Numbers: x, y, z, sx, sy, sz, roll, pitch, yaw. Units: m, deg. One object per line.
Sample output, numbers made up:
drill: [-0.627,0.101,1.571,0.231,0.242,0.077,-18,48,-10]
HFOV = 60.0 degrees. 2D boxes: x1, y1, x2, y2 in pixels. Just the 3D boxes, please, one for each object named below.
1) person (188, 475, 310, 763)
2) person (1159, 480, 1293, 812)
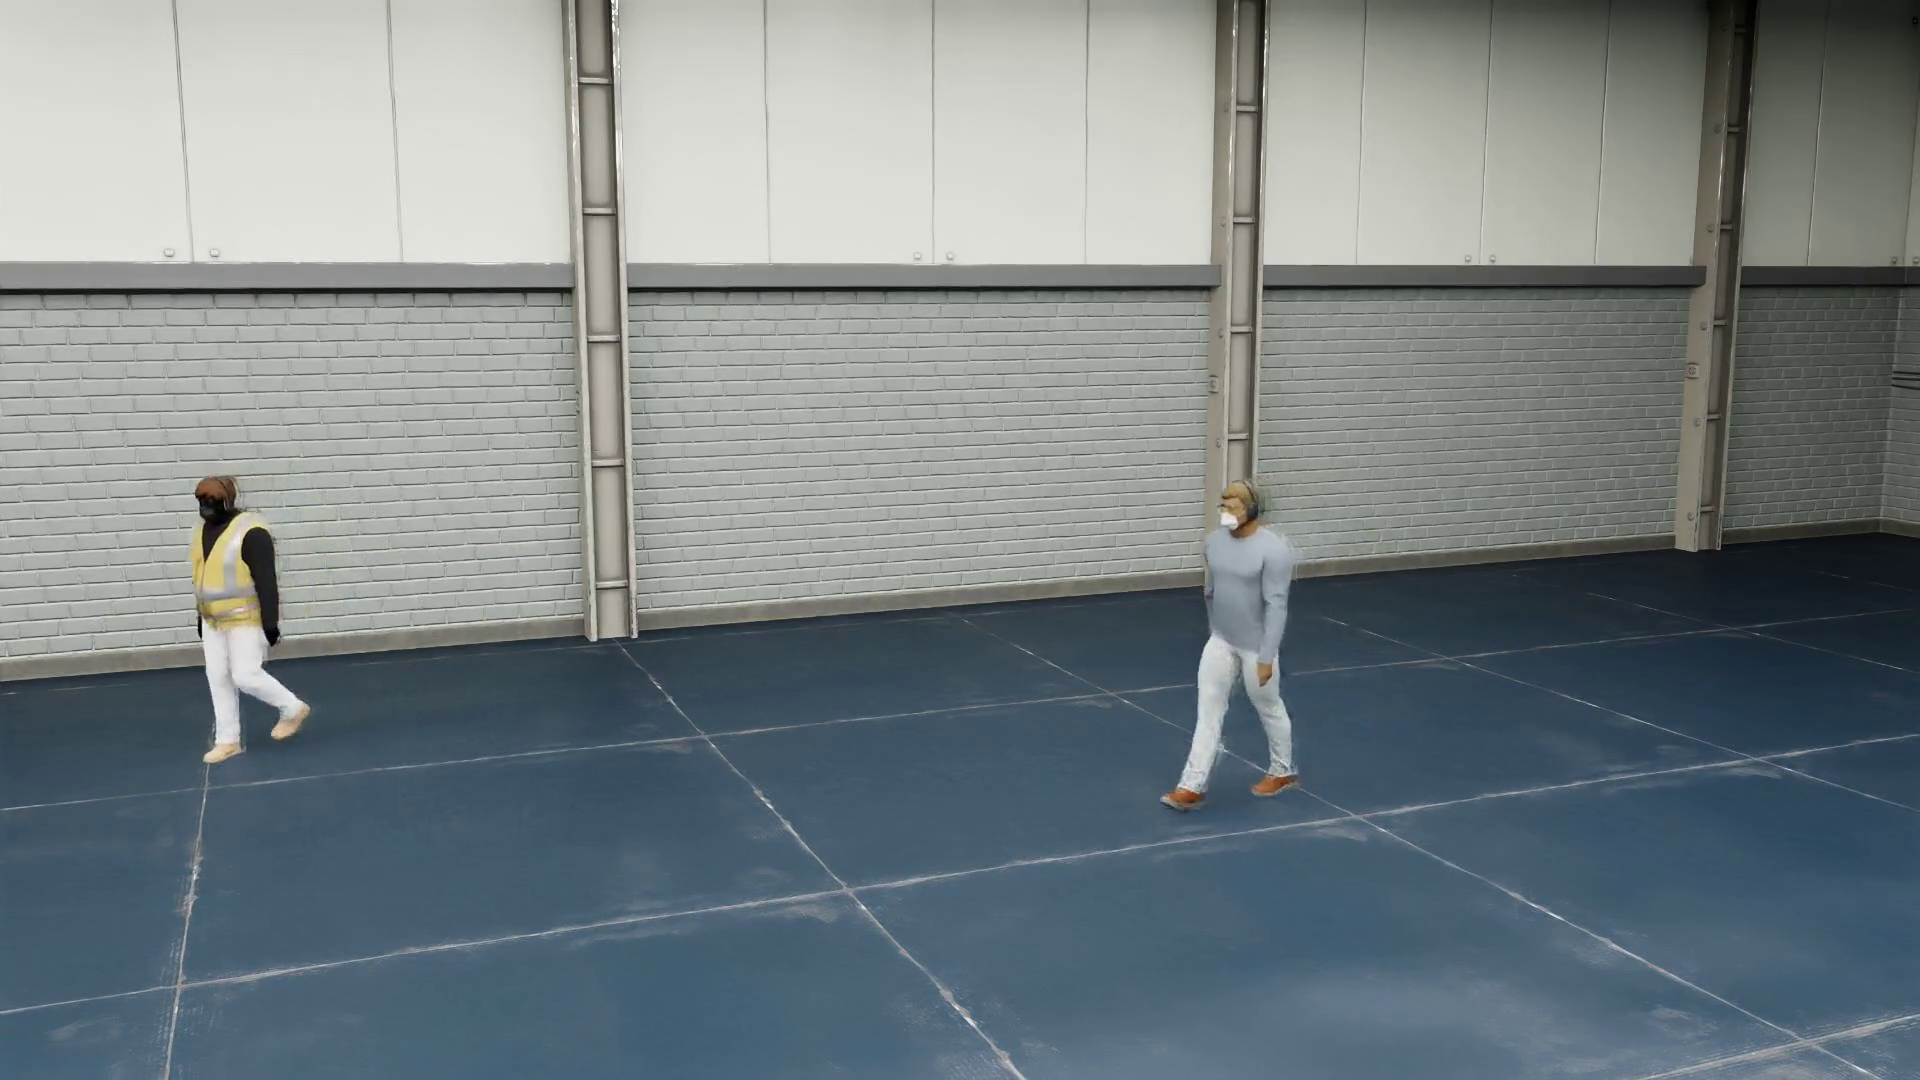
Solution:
person: [-4.498,0.473,10.453,0.671,1.819,0.590,5,10,27]
person: [1.586,0.600,9.444,1.012,1.884,0.651,-7,12,-39]
